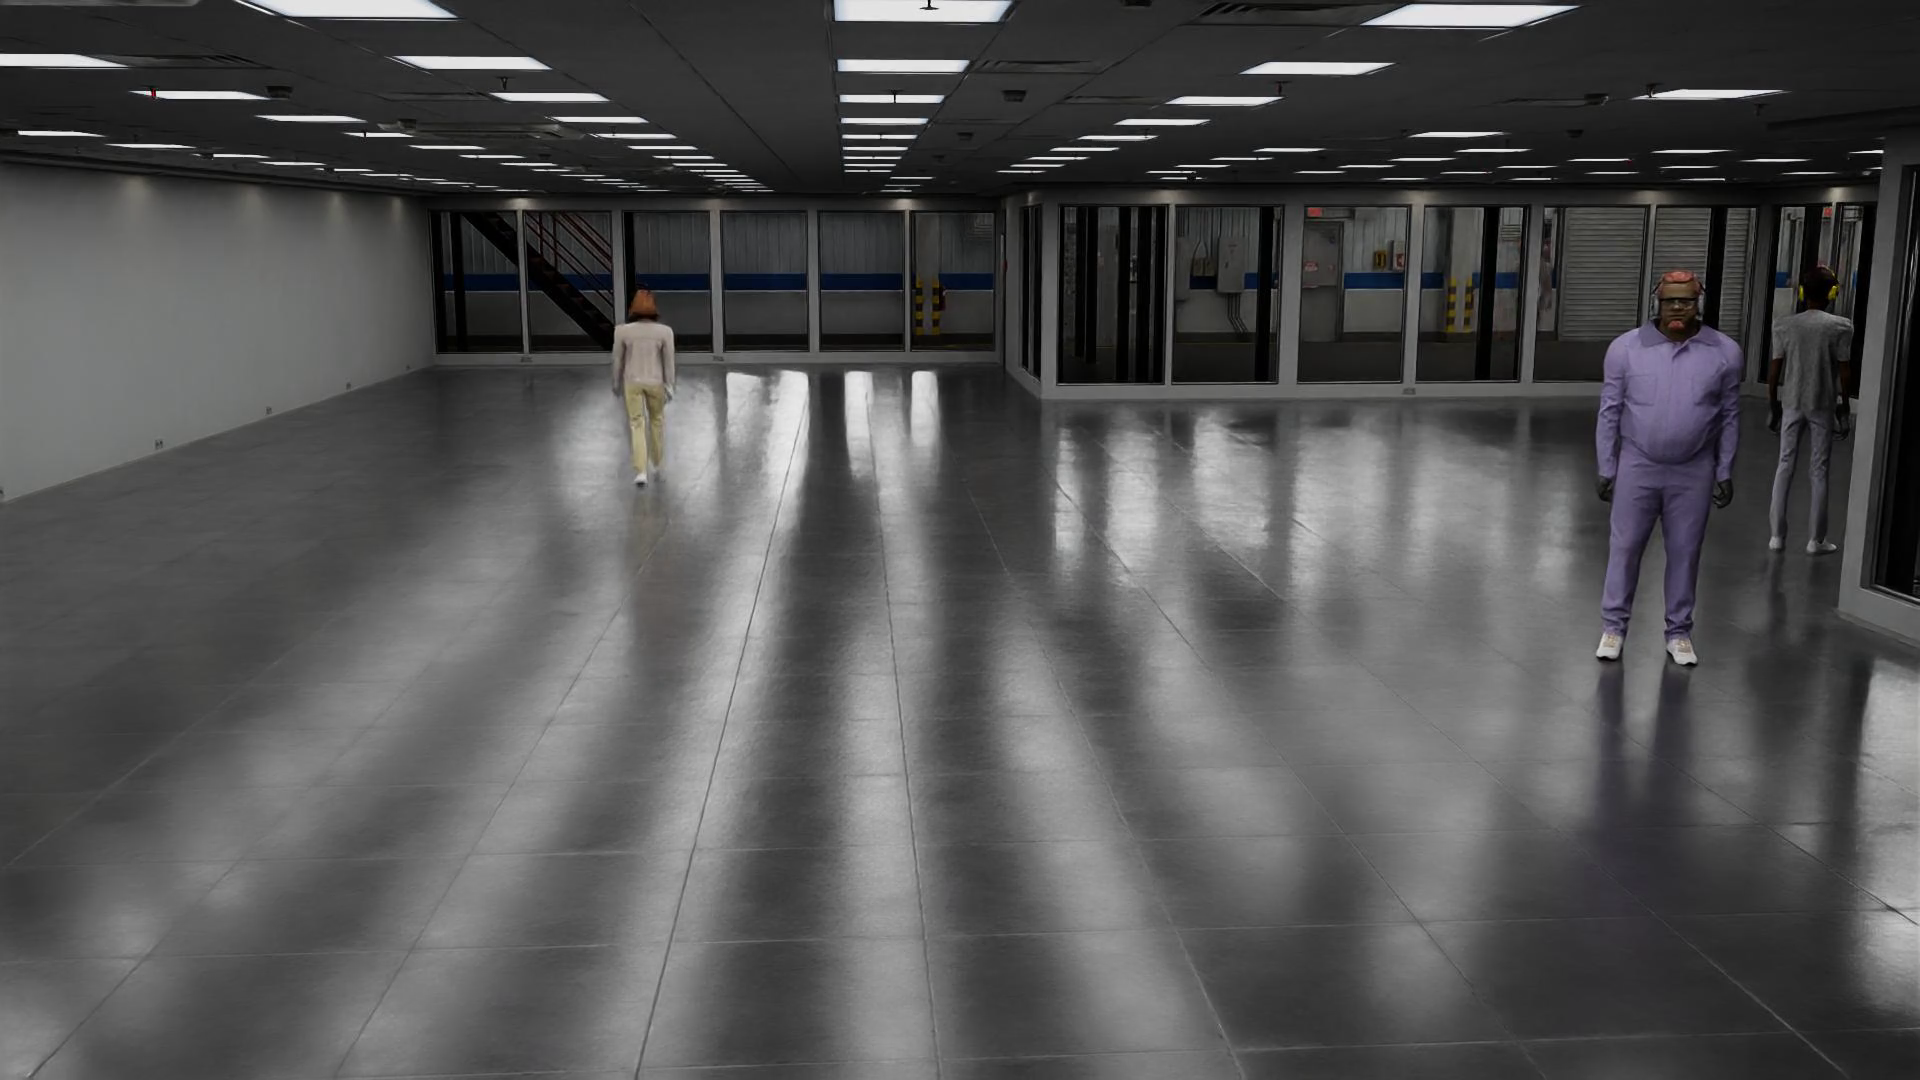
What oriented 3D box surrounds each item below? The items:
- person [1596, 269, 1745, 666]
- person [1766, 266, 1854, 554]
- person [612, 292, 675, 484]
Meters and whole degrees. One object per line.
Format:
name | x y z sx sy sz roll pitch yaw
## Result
person | 3.406 -0.340 8.024 0.643 1.908 0.399 3 11 17
person | 5.525 -0.837 10.816 0.510 1.870 0.328 9 14 39
person | -2.645 -1.278 13.944 0.513 1.586 0.878 -2 11 -13
